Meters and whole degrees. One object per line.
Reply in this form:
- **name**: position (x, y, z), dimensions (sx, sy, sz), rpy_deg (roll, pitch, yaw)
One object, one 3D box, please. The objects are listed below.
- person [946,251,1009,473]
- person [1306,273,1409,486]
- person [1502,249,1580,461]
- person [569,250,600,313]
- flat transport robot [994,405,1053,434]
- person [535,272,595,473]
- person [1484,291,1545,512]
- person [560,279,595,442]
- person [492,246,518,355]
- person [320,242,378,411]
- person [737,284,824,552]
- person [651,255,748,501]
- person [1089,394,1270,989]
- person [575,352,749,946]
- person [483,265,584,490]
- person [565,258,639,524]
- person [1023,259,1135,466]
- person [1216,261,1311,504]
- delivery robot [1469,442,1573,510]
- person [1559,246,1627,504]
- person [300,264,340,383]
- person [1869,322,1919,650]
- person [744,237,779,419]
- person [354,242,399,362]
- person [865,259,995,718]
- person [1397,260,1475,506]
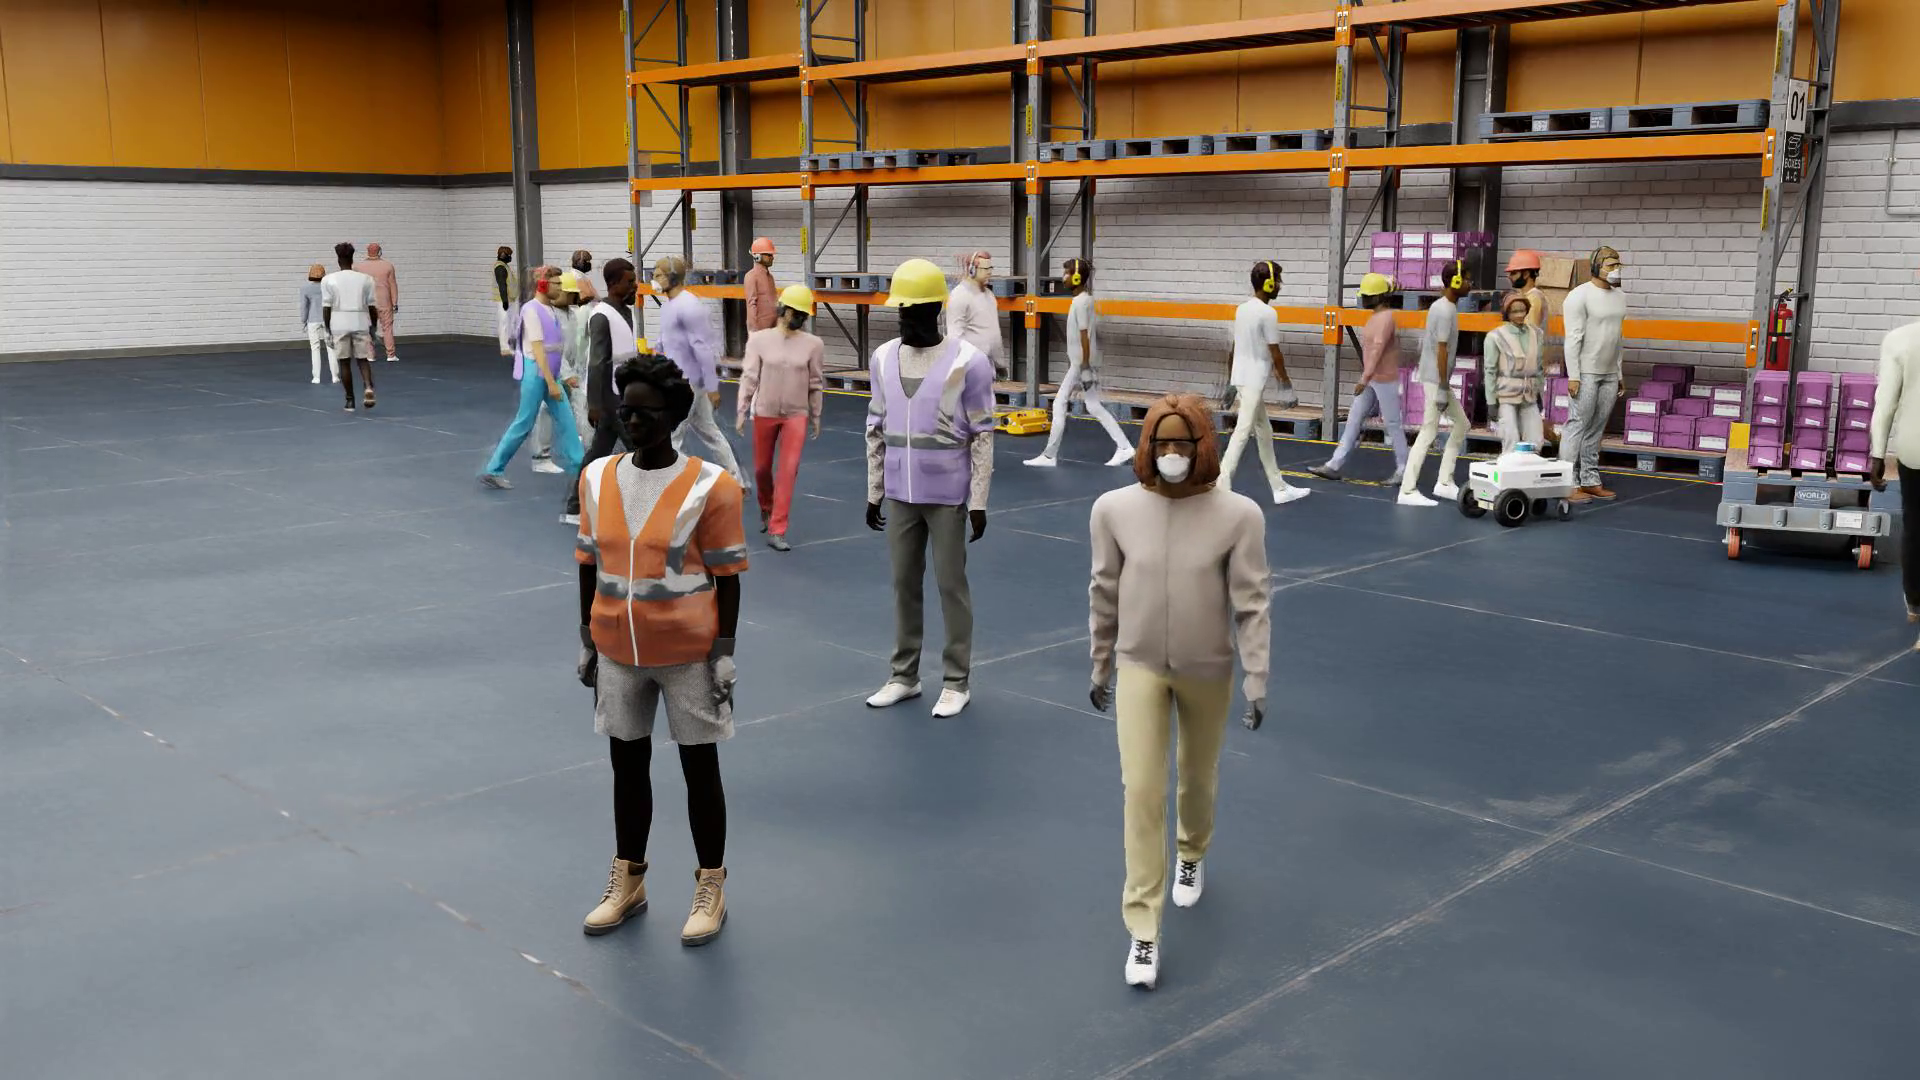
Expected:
- **person**: position (0.192, -1.477, 14.031), dimensions (0.536, 1.891, 0.648), rpy_deg (4, 11, 23)
- **person**: position (3.269, -1.278, 13.417), dimensions (0.883, 1.717, 0.518), rpy_deg (-1, 10, -5)
- **person**: position (4.704, -1.411, 13.579), dimensions (0.653, 1.917, 0.553), rpy_deg (2, 11, 13)
- **person**: position (-4.702, -2.696, 20.793), dimensions (0.429, 1.842, 0.627), rpy_deg (-4, 11, -19)
- **flat transport robot**: position (0.336, -1.287, 17.389), dimensions (1.431, 0.197, 0.652), rpy_deg (10, 14, 42)
- **person**: position (-3.284, -1.394, 14.054), dimensions (0.842, 1.700, 0.482), rpy_deg (4, 11, 22)
- **person**: position (4.066, -1.020, 12.246), dimensions (0.543, 1.612, 0.423), rpy_deg (-4, 11, -20)
- **person**: position (-3.570, -1.741, 16.217), dimensions (0.668, 1.607, 0.502), rpy_deg (-1, 10, -6)
- **person**: position (-7.709, -4.057, 28.231), dimensions (0.429, 1.838, 0.621), rpy_deg (-3, 11, -15)
- **person**: position (-6.980, -2.430, 19.055), dimensions (0.606, 1.950, 0.530), rpy_deg (-7, 12, -32)
- **person**: position (-1.177, -0.830, 10.937), dimensions (0.578, 1.710, 0.810), rpy_deg (-2, 11, -10)
- **person**: position (-2.046, -1.154, 12.310), dimensions (1.037, 1.881, 0.649), rpy_deg (-4, 11, -21)
- **person**: position (0.622, 0.371, 4.751), dimensions (0.513, 1.590, 0.846), rpy_deg (2, 11, 10)
- **person**: position (-0.864, 0.314, 4.764), dimensions (0.532, 1.699, 0.319), rpy_deg (3, 11, 16)
- **person**: position (-3.351, -1.281, 13.219), dimensions (0.999, 1.797, 0.569), rpy_deg (1, 10, 6)
- **person**: position (-2.325, -1.004, 11.493), dimensions (0.996, 1.862, 0.613), rpy_deg (1, 10, 5)
- **person**: position (1.093, -1.535, 14.534), dimensions (0.968, 1.826, 0.546), rpy_deg (2, 11, 10)
- **person**: position (2.257, -1.122, 12.243), dimensions (0.914, 1.821, 0.495), rpy_deg (-2, 11, -13)
- **delivery robot**: position (3.978, -0.448, 11.784), dimensions (0.707, 0.478, 0.477), rpy_deg (-4, 11, -19)
- **person**: position (4.833, -1.252, 12.652), dimensions (0.627, 1.940, 0.372), rpy_deg (-7, 12, -32)
- **person**: position (-8.766, -2.963, 22.809), dimensions (0.508, 1.632, 0.265), rpy_deg (-5, 12, -26)
- **person**: position (4.932, -0.450, 8.305), dimensions (0.653, 1.925, 1.073), rpy_deg (9, 13, 39)
- **person**: position (-2.170, -2.324, 18.343), dimensions (0.375, 1.995, 0.611), rpy_deg (3, 11, 13)
- **person**: position (-9.304, -3.793, 26.592), dimensions (0.643, 1.909, 0.409), rpy_deg (-1, 10, -7)
- **person**: position (-0.151, -0.209, 6.998), dimensions (0.594, 1.922, 0.385), rpy_deg (6, 12, 30)
- **person**: position (3.644, -1.167, 12.465), dimensions (0.690, 1.836, 0.552), rpy_deg (3, 11, 15)
